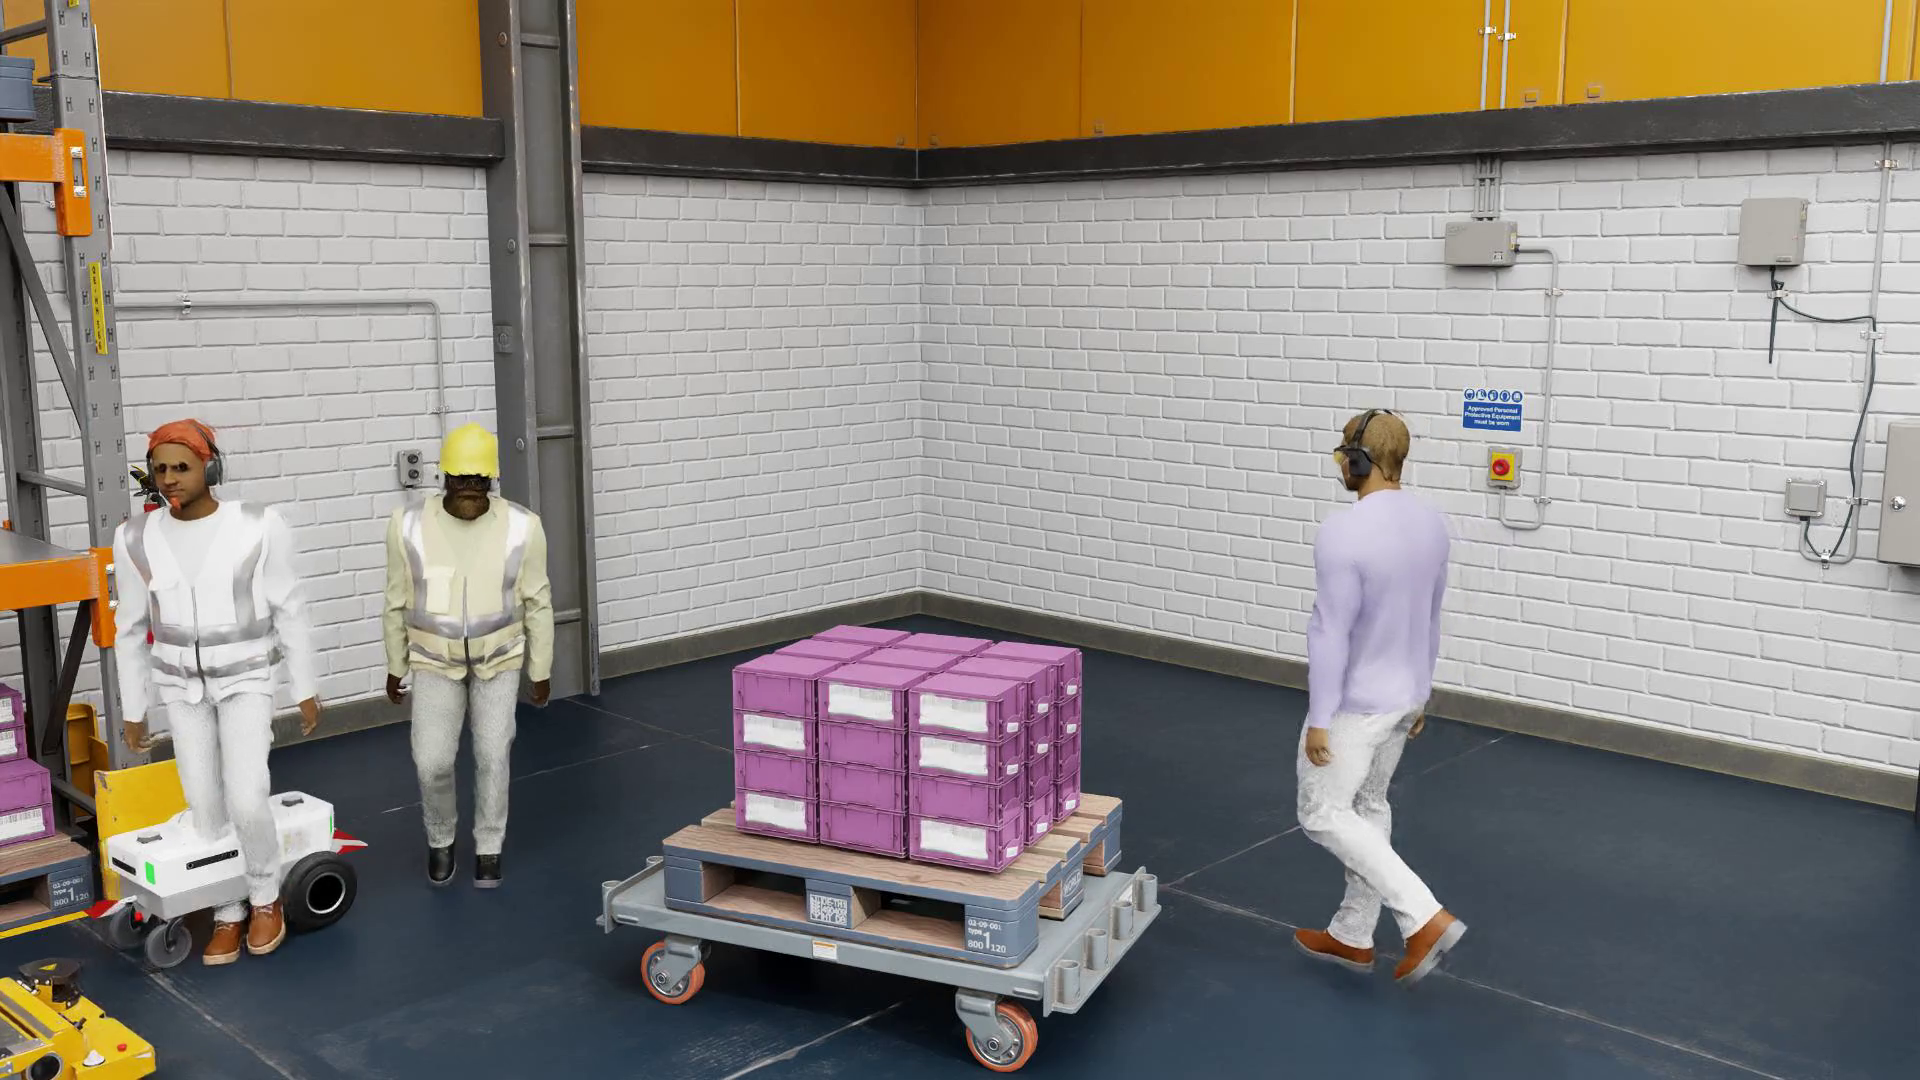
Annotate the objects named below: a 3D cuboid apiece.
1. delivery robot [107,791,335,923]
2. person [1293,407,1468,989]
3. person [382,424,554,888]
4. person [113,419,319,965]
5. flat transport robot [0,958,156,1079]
[{"bbox_3d":[-2.604,1.090,5.887,0.477,0.478,0.707,8,12,40],"label":"delivery robot"},{"bbox_3d":[1.380,0.532,5.409,0.644,1.919,0.604,-9,13,-43],"label":"person"},{"bbox_3d":[-1.840,0.457,6.253,0.622,1.801,0.489,-3,10,-17],"label":"person"},{"bbox_3d":[-2.508,0.526,5.603,0.623,1.868,0.431,-1,9,-4],"label":"person"},{"bbox_3d":[-3.049,1.504,4.500,0.652,0.197,1.431,8,12,41],"label":"flat transport robot"}]
